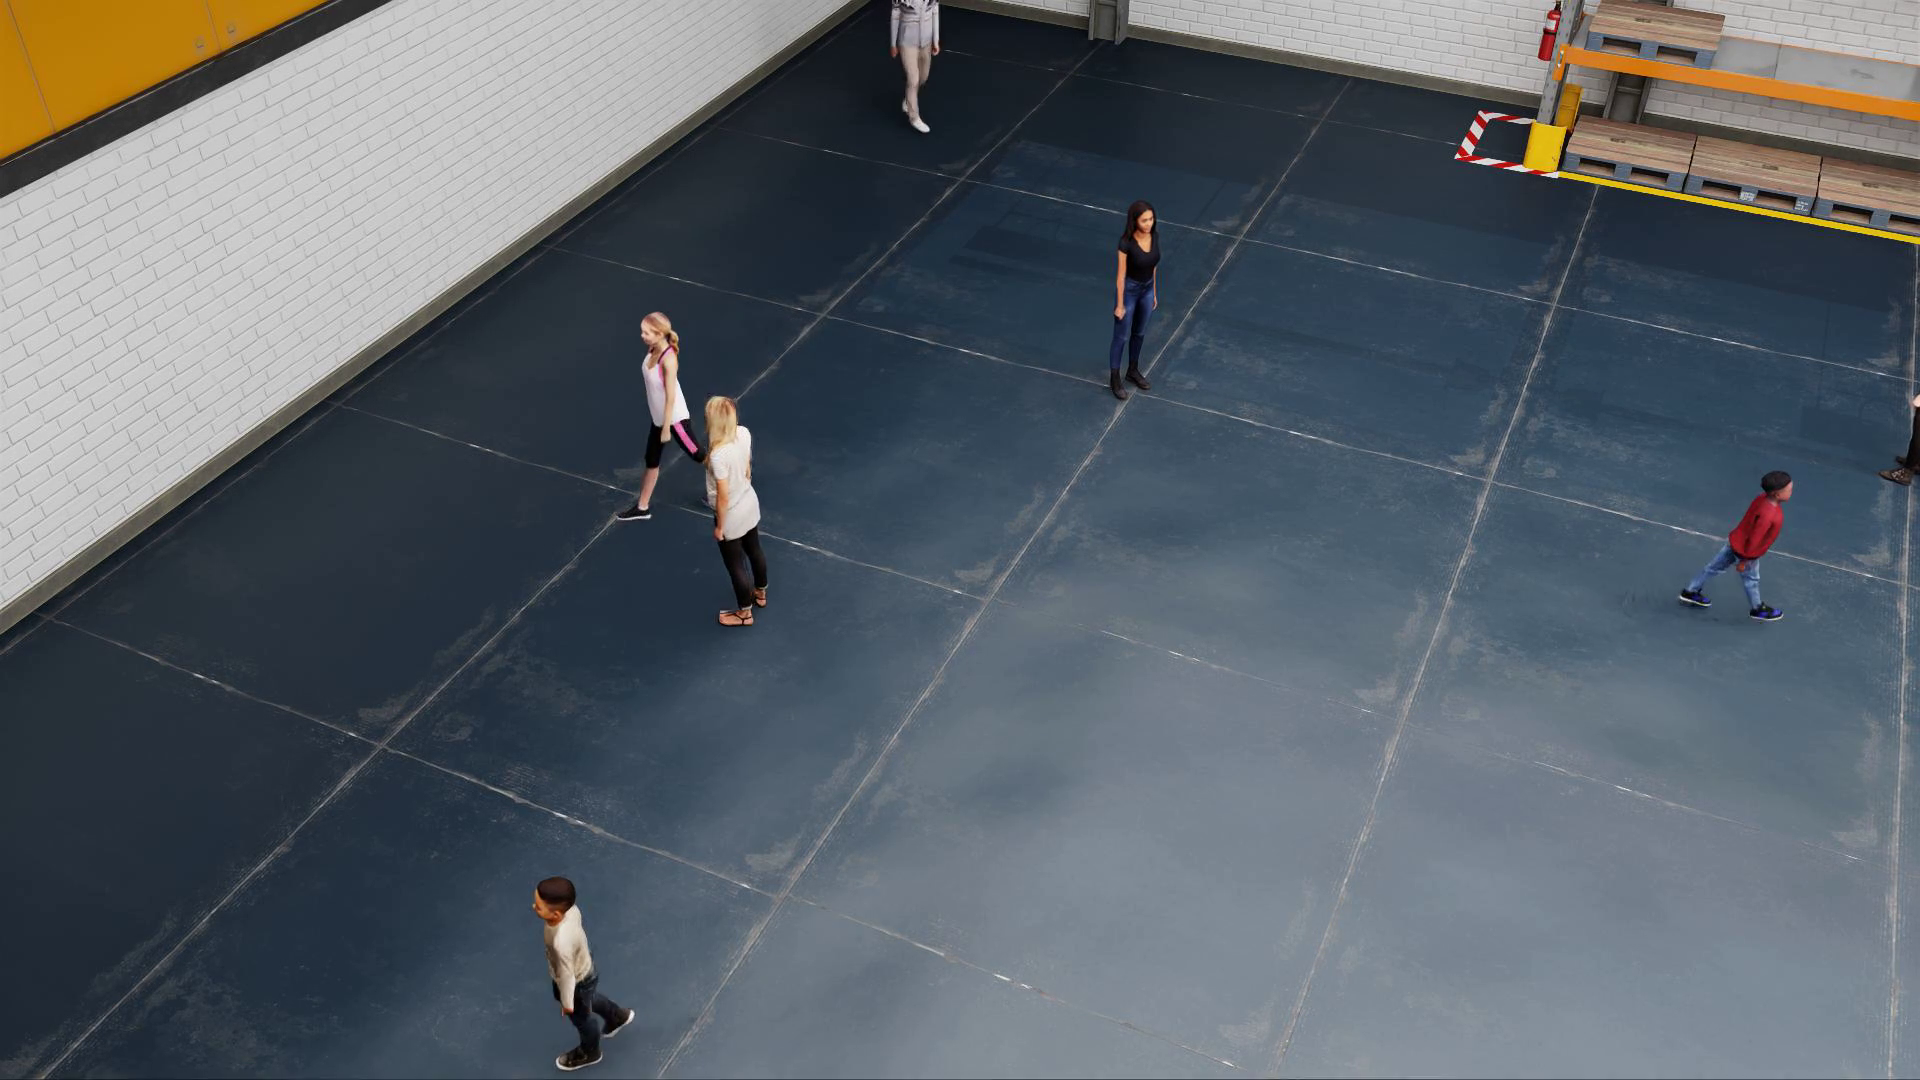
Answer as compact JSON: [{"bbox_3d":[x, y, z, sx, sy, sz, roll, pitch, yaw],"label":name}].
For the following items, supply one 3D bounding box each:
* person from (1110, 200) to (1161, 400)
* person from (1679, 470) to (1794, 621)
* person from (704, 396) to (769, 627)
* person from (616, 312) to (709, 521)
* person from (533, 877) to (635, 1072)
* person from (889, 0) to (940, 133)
[{"bbox_3d":[1.431,-1.999,13.664,0.654,1.739,0.673,-24,44,-27],"label":"person"},{"bbox_3d":[5.381,0.042,11.534,0.932,1.208,0.619,10,40,13],"label":"person"},{"bbox_3d":[-1.523,-0.206,11.349,0.527,1.826,0.620,15,41,18],"label":"person"},{"bbox_3d":[-2.043,-0.910,12.306,1.157,1.734,1.173,-17,42,-21],"label":"person"},{"bbox_3d":[-1.939,2.220,8.607,0.812,1.458,0.748,-10,40,-12],"label":"person"},{"bbox_3d":[-0.514,-5.355,17.797,1.050,1.826,1.174,-15,41,-18],"label":"person"}]
